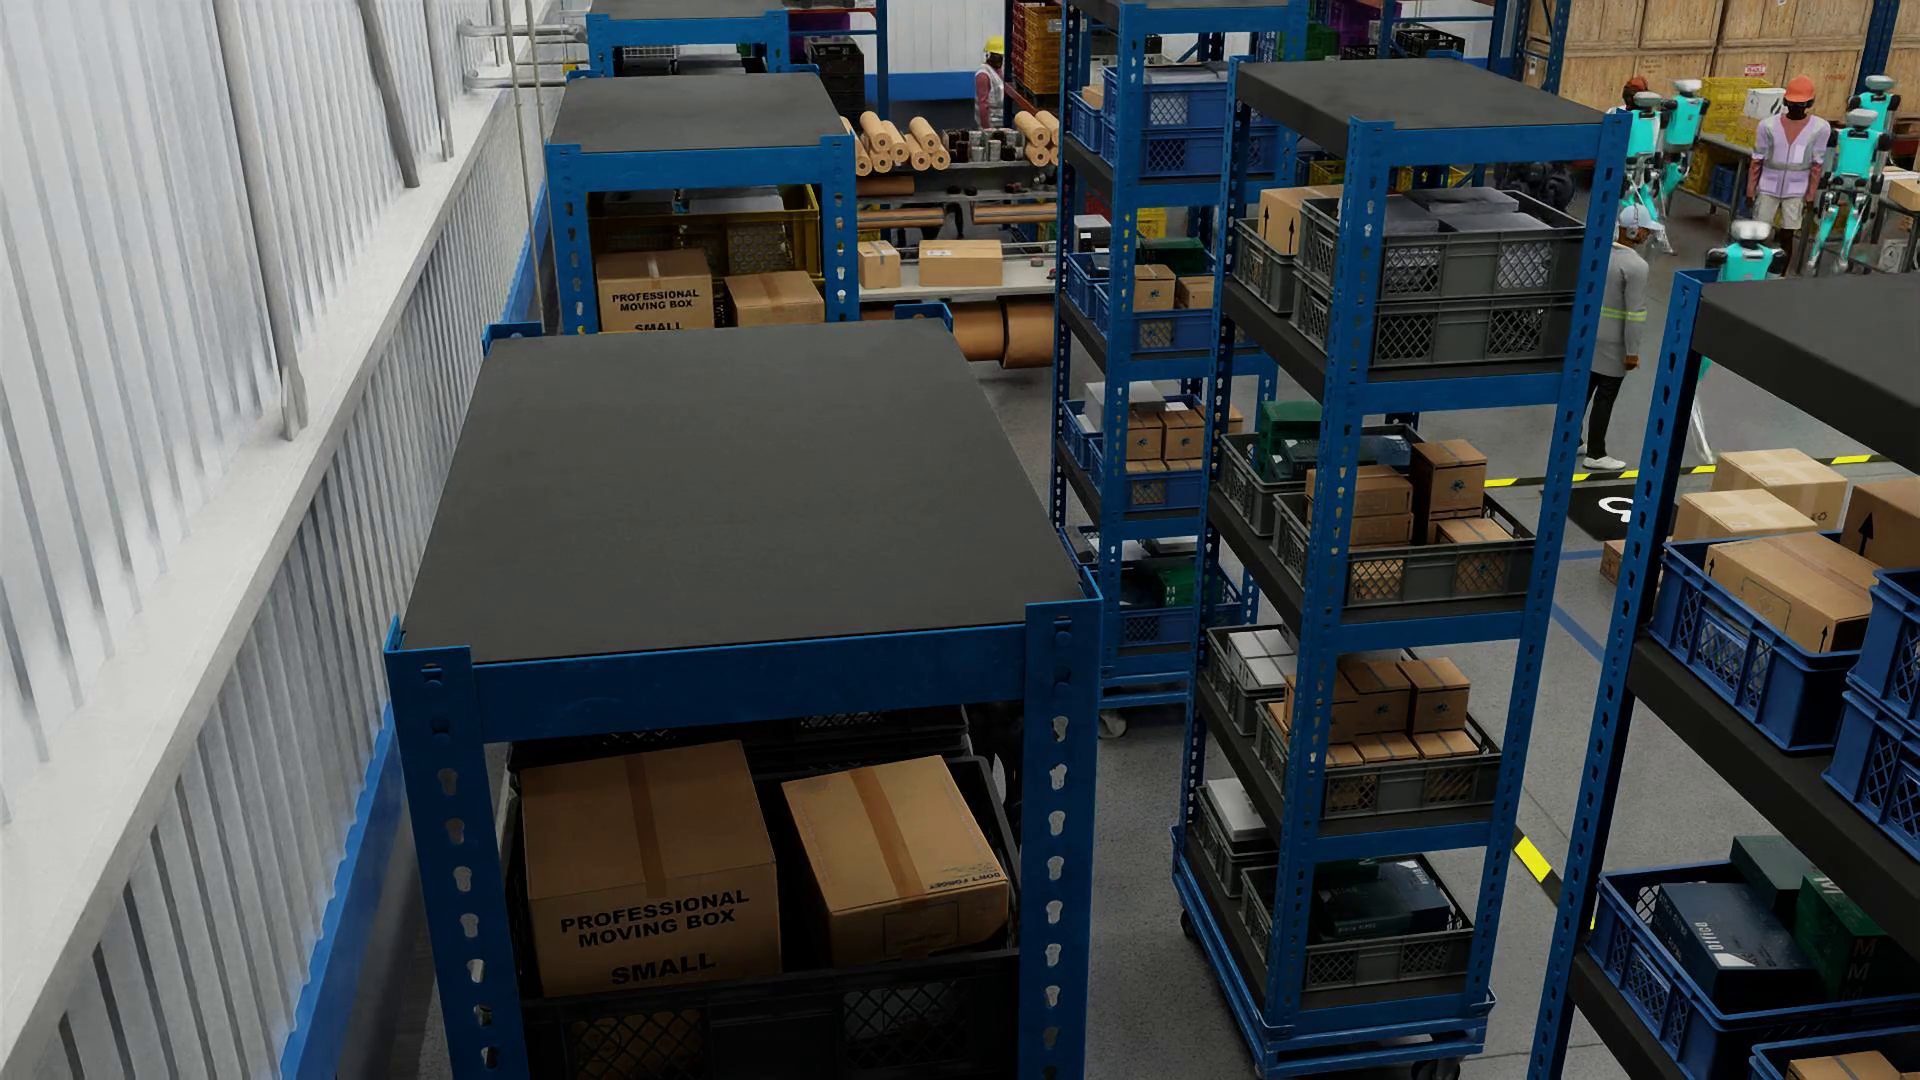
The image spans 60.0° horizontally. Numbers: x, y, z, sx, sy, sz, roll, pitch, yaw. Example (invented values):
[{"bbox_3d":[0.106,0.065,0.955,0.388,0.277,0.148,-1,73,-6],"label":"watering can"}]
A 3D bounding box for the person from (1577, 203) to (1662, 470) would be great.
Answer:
[{"bbox_3d":[4.497,-1.400,11.446,0.396,1.850,0.597,-7,26,-14],"label":"person"}]

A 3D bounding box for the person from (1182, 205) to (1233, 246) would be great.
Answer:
[{"bbox_3d":[2.602,-3.989,17.142,0.627,1.806,0.921,-18,30,-34],"label":"person"}]

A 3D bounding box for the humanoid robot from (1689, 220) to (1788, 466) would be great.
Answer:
[{"bbox_3d":[5.343,-1.474,11.843,0.530,1.775,1.068,0,25,1],"label":"humanoid robot"}]

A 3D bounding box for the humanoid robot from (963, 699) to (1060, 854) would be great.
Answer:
[{"bbox_3d":[0.187,0.699,7.076,0.315,1.657,0.599,-17,30,-32],"label":"humanoid robot"}]

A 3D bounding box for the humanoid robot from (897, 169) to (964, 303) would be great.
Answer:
[{"bbox_3d":[-0.247,-2.257,13.566,0.600,1.626,0.773,6,25,12],"label":"humanoid robot"}]

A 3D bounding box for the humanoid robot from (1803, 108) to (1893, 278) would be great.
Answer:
[{"bbox_3d":[7.868,-2.892,14.864,0.530,1.824,0.643,16,29,30],"label":"humanoid robot"}]

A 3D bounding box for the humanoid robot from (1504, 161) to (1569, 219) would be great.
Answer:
[{"bbox_3d":[5.124,-2.867,14.874,0.613,1.659,0.588,14,28,28],"label":"humanoid robot"}]

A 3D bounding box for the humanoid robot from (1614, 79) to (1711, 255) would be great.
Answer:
[{"bbox_3d":[7.054,-3.828,16.934,0.536,1.784,1.014,-9,26,-18],"label":"humanoid robot"}]

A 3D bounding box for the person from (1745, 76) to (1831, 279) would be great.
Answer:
[{"bbox_3d":[7.454,-3.173,15.094,0.598,2.036,0.400,13,28,25],"label":"person"}]

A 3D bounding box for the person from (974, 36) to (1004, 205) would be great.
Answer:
[{"bbox_3d":[0.371,-4.720,18.693,0.404,1.827,0.590,9,26,18],"label":"person"}]

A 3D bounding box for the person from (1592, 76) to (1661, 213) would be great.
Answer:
[{"bbox_3d":[6.350,-3.486,15.950,0.365,1.880,0.577,-16,29,-31],"label":"person"}]

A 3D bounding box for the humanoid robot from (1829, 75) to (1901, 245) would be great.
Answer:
[{"bbox_3d":[9.056,-3.636,16.483,0.538,1.808,0.772,-3,25,-6],"label":"humanoid robot"}]

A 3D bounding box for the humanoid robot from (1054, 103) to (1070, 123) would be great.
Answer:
[{"bbox_3d":[1.163,-4.337,18.100,0.614,1.630,0.623,-8,26,-17],"label":"humanoid robot"}]

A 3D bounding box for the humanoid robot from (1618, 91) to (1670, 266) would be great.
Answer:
[{"bbox_3d":[6.439,-3.266,15.634,0.536,1.769,0.774,-5,25,-10],"label":"humanoid robot"}]

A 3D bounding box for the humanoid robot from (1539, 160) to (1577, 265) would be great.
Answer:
[{"bbox_3d":[5.042,-2.583,14.218,0.359,1.647,0.586,15,29,29],"label":"humanoid robot"}]

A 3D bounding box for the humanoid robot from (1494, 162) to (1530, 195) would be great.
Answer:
[{"bbox_3d":[5.544,-3.518,16.339,0.597,1.652,0.750,9,26,19],"label":"humanoid robot"}]
